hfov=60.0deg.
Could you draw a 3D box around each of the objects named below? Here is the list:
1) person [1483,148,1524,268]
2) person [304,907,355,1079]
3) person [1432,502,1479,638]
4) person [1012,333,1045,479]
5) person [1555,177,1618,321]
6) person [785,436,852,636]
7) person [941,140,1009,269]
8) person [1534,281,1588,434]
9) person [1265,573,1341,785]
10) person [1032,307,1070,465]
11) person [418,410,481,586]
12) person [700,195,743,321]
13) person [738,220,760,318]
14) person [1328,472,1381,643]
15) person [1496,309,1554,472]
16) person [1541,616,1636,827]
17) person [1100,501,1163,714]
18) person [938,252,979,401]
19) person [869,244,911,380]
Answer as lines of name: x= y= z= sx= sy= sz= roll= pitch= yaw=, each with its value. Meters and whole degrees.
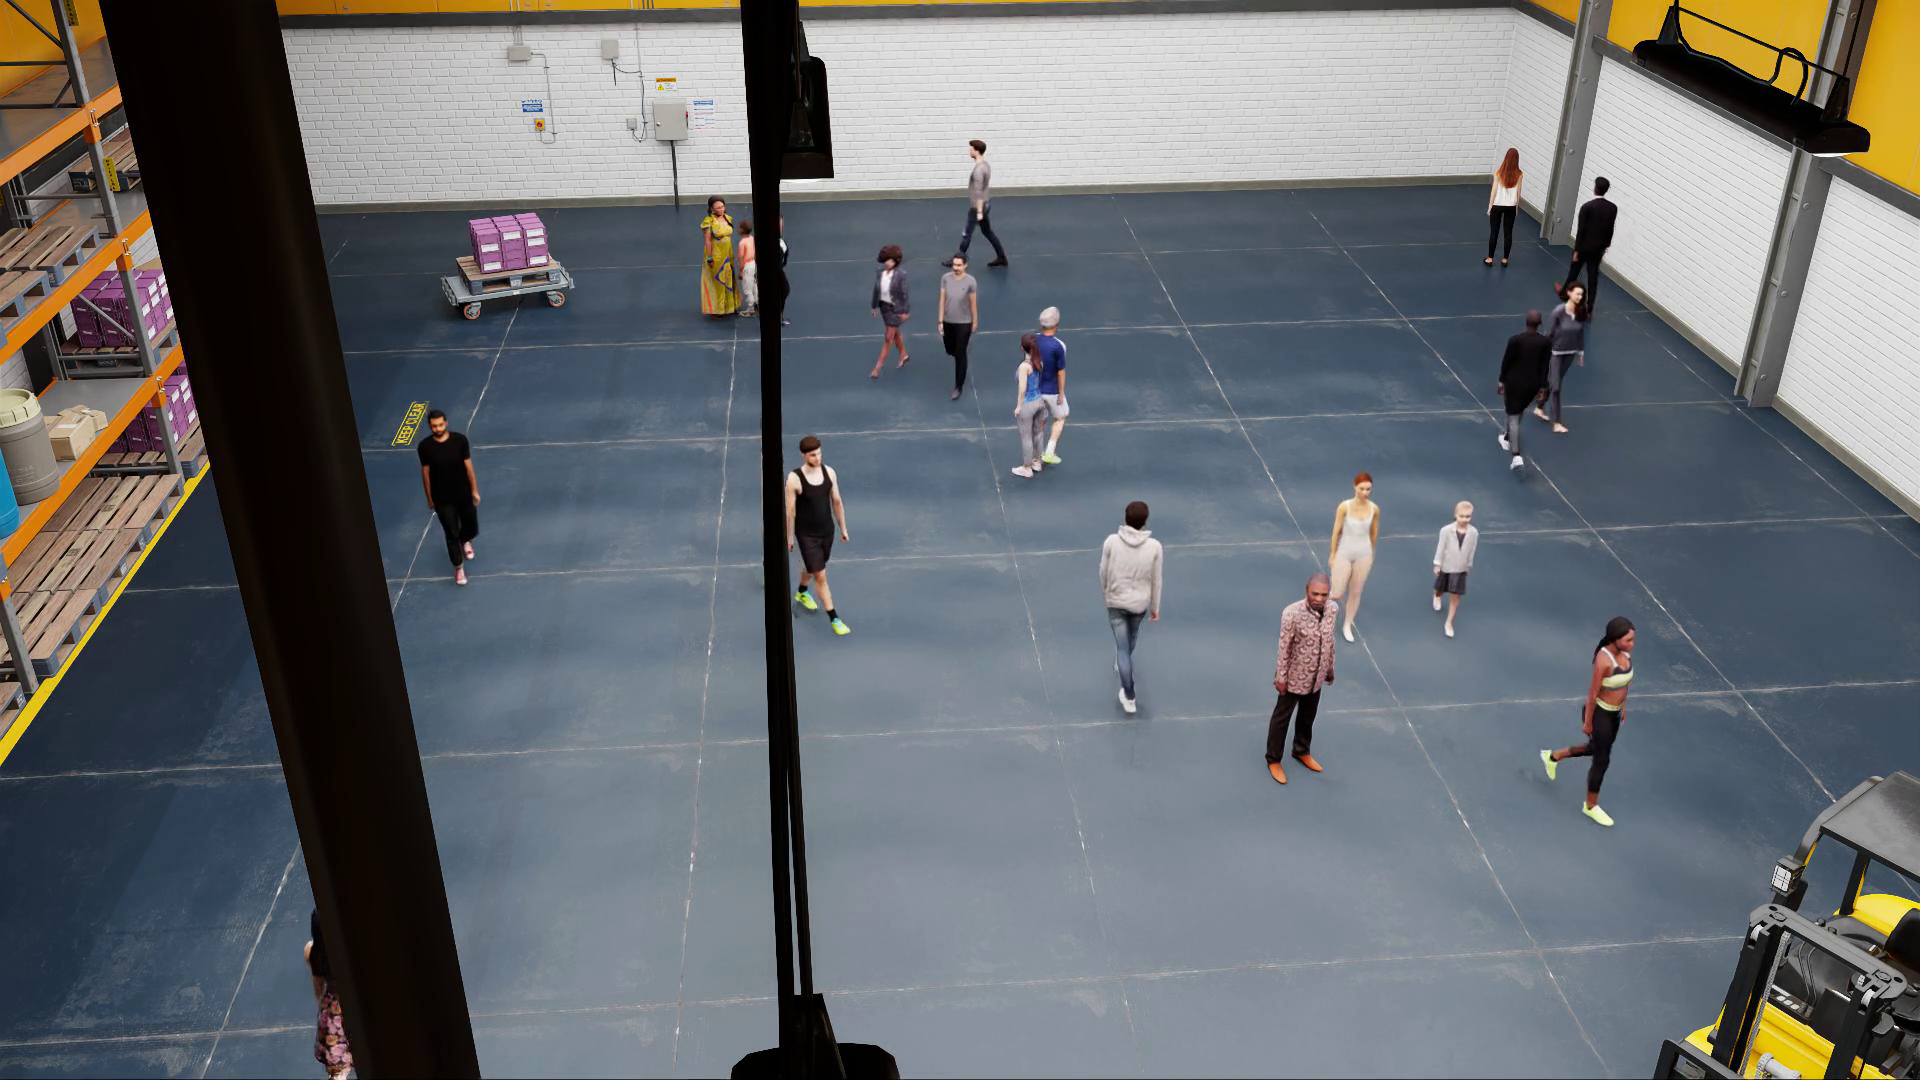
person: x=7.810 y=-4.768 z=23.852 sx=0.617 sy=1.721 sz=0.566 roll=3 pitch=29 yaw=6
person: x=-3.617 y=2.890 z=9.788 sx=0.793 sy=1.747 sz=1.176 roll=4 pitch=29 yaw=7
person: x=4.502 y=0.210 z=15.206 sx=0.642 sy=1.262 sz=0.858 roll=4 pitch=29 yaw=8
person: x=0.753 y=-1.458 z=17.901 sx=0.706 sy=1.609 sz=0.648 roll=22 pitch=36 yaw=35
person: x=8.379 y=-3.822 z=22.001 sx=0.745 sy=1.833 sz=1.144 roll=-3 pitch=29 yaw=-6
person: x=-1.363 y=-0.100 z=15.171 sx=1.108 sy=1.840 sz=1.277 roll=-21 pitch=35 yaw=-33
person: x=0.366 y=-4.707 z=23.602 sx=1.024 sy=1.854 sz=1.214 roll=7 pitch=29 yaw=12
person: x=6.802 y=-2.149 z=19.041 sx=0.803 sy=1.732 sz=1.065 roll=-10 pitch=30 yaw=-17
person: x=2.703 y=1.038 z=13.118 sx=0.747 sy=1.807 sz=0.712 roll=-12 pitch=31 yaw=-21
person: x=0.884 y=-1.596 z=17.940 sx=0.768 sy=1.815 sz=0.812 roll=18 pitch=33 yaw=29
person: x=-4.872 y=-0.463 z=15.935 sx=0.814 sy=1.746 sz=0.951 roll=-13 pitch=31 yaw=-22
person: x=-3.197 y=-3.778 z=22.101 sx=1.058 sy=1.660 sz=0.976 roll=18 pitch=33 yaw=30
person: x=-2.818 y=-3.636 z=22.212 sx=0.619 sy=1.304 sz=0.527 roll=14 pitch=31 yaw=23
person: x=3.518 y=0.112 z=14.994 sx=0.573 sy=1.637 sz=0.626 roll=-1 pitch=29 yaw=-1
person: x=6.112 y=-1.598 z=18.041 sx=0.727 sy=1.721 sz=1.226 roll=0 pitch=29 yaw=0
person: x=4.833 y=1.309 z=12.696 sx=0.906 sy=1.736 sz=1.028 roll=-22 pitch=36 yaw=-35
person: x=1.413 y=0.602 z=13.930 sx=0.672 sy=1.797 sz=1.161 roll=-2 pitch=29 yaw=-3
person: x=-0.014 y=-2.628 z=19.924 sx=0.927 sy=1.726 sz=1.185 roll=11 pitch=30 yaw=19
person: x=-0.780 y=-2.811 z=20.338 sx=1.038 sy=1.650 sz=1.112 roll=22 pitch=35 yaw=34
